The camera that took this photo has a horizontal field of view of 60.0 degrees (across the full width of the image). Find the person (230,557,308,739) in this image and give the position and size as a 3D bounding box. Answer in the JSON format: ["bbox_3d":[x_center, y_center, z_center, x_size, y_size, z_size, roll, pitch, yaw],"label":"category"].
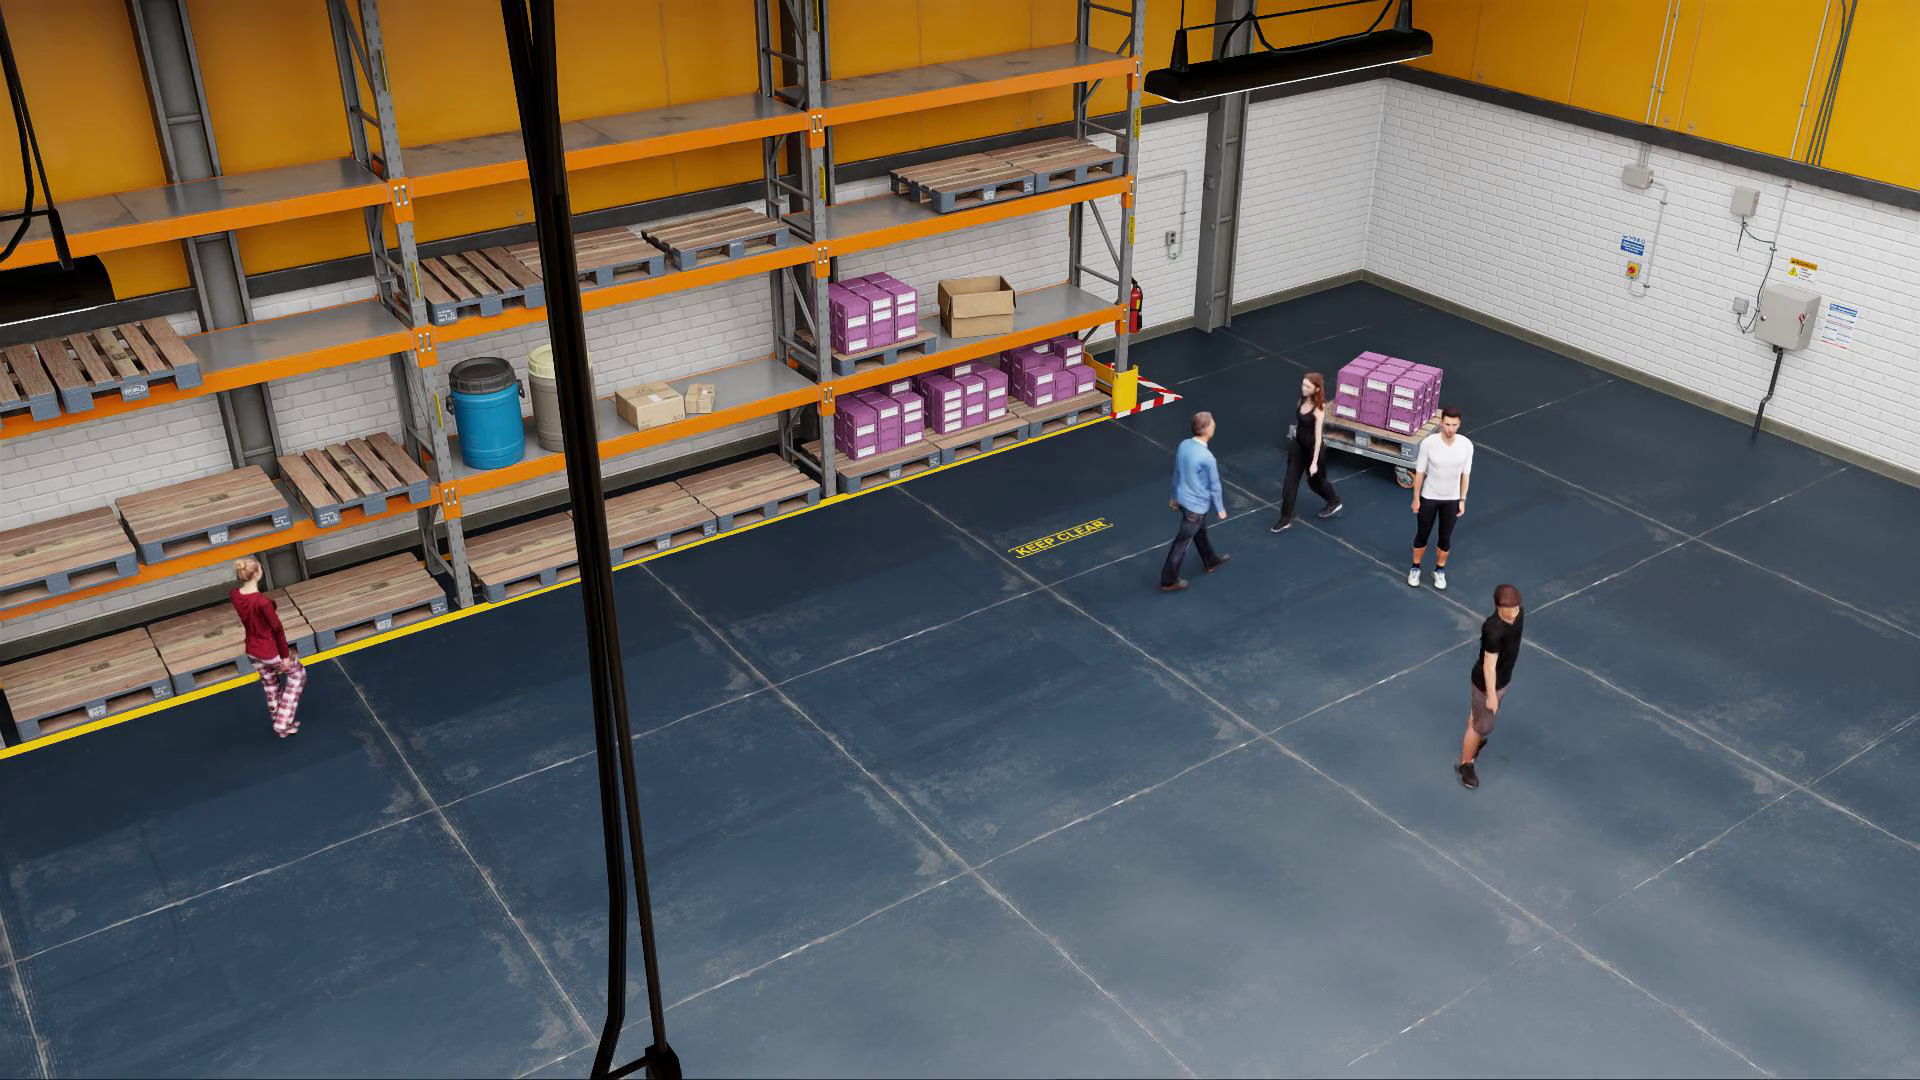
[{"bbox_3d":[-5.646,0.902,13.432,0.764,1.694,0.804,10,30,17],"label":"person"}]

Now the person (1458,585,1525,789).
[{"bbox_3d":[4.159,1.041,13.044,0.992,1.823,0.695,11,30,19],"label":"person"}]

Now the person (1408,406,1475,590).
[{"bbox_3d":[4.535,-0.420,15.696,0.725,1.848,0.795,4,29,6],"label":"person"}]

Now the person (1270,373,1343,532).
[{"bbox_3d":[3.598,-0.901,16.740,1.121,1.693,0.622,-15,32,-26],"label":"person"}]

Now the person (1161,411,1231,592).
[{"bbox_3d":[2.112,-0.323,15.595,1.124,1.773,0.788,-12,31,-20],"label":"person"}]
